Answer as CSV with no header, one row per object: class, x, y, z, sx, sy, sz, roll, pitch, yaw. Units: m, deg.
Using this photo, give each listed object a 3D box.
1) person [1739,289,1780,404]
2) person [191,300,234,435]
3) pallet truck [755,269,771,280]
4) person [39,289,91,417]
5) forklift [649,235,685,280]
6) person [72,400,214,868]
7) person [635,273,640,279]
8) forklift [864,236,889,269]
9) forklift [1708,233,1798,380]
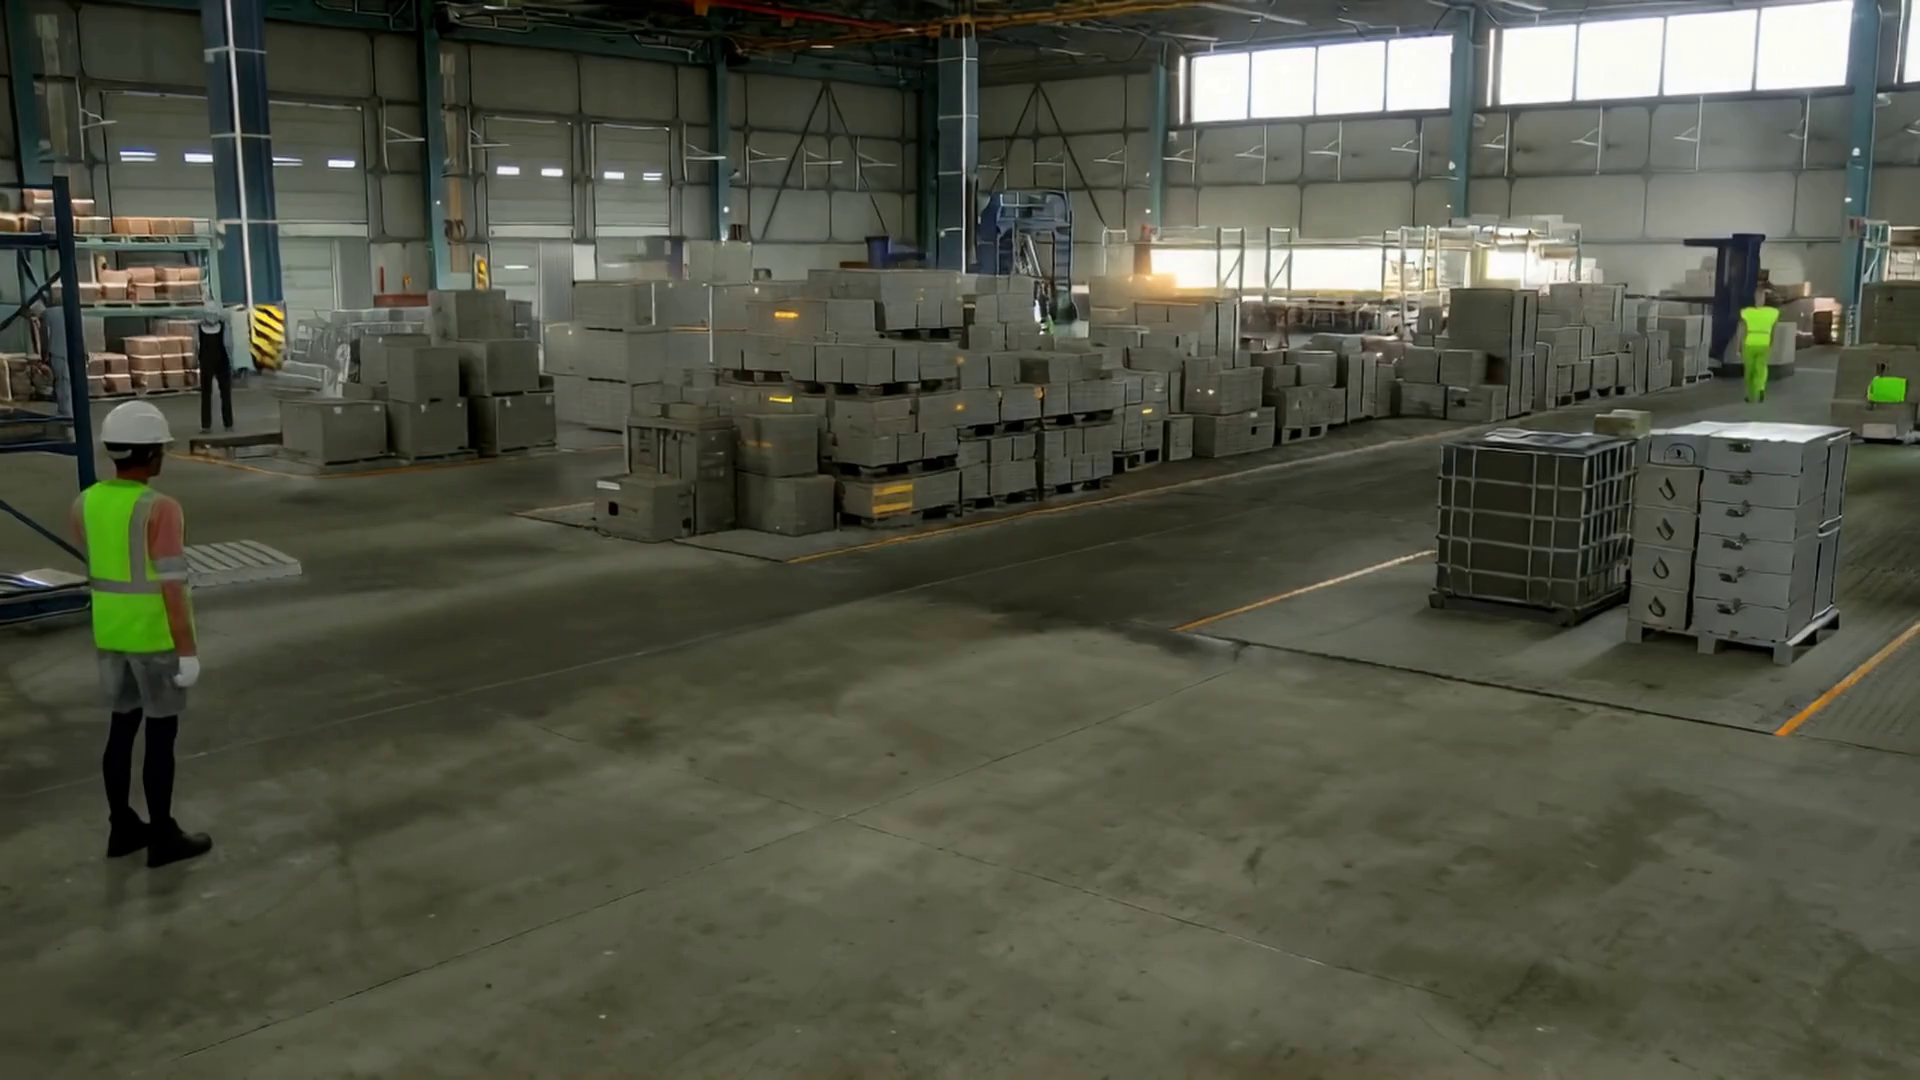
person,13.044,-3.154,27.173,0.592,1.896,0.768,4,11,20
person,-10.212,-2.354,22.745,0.513,1.844,0.328,-3,10,-18
pallet truck,-4.996,-6.432,45.525,1.885,1.965,0.823,-6,12,-32
person,-13.325,-2.760,24.793,0.632,1.936,0.359,-4,11,-21
forklift,-6.398,-5.293,36.529,1.873,2.768,1.129,-9,13,-42
person,-3.378,0.386,6.919,0.543,1.928,0.393,4,11,22
person,-8.514,-6.244,44.780,0.982,1.897,0.561,-5,11,-27
forklift,-1.954,-5.812,39.481,1.873,2.768,1.129,2,10,12
forklift,15.275,-4.580,32.471,1.873,2.768,1.129,8,13,40
